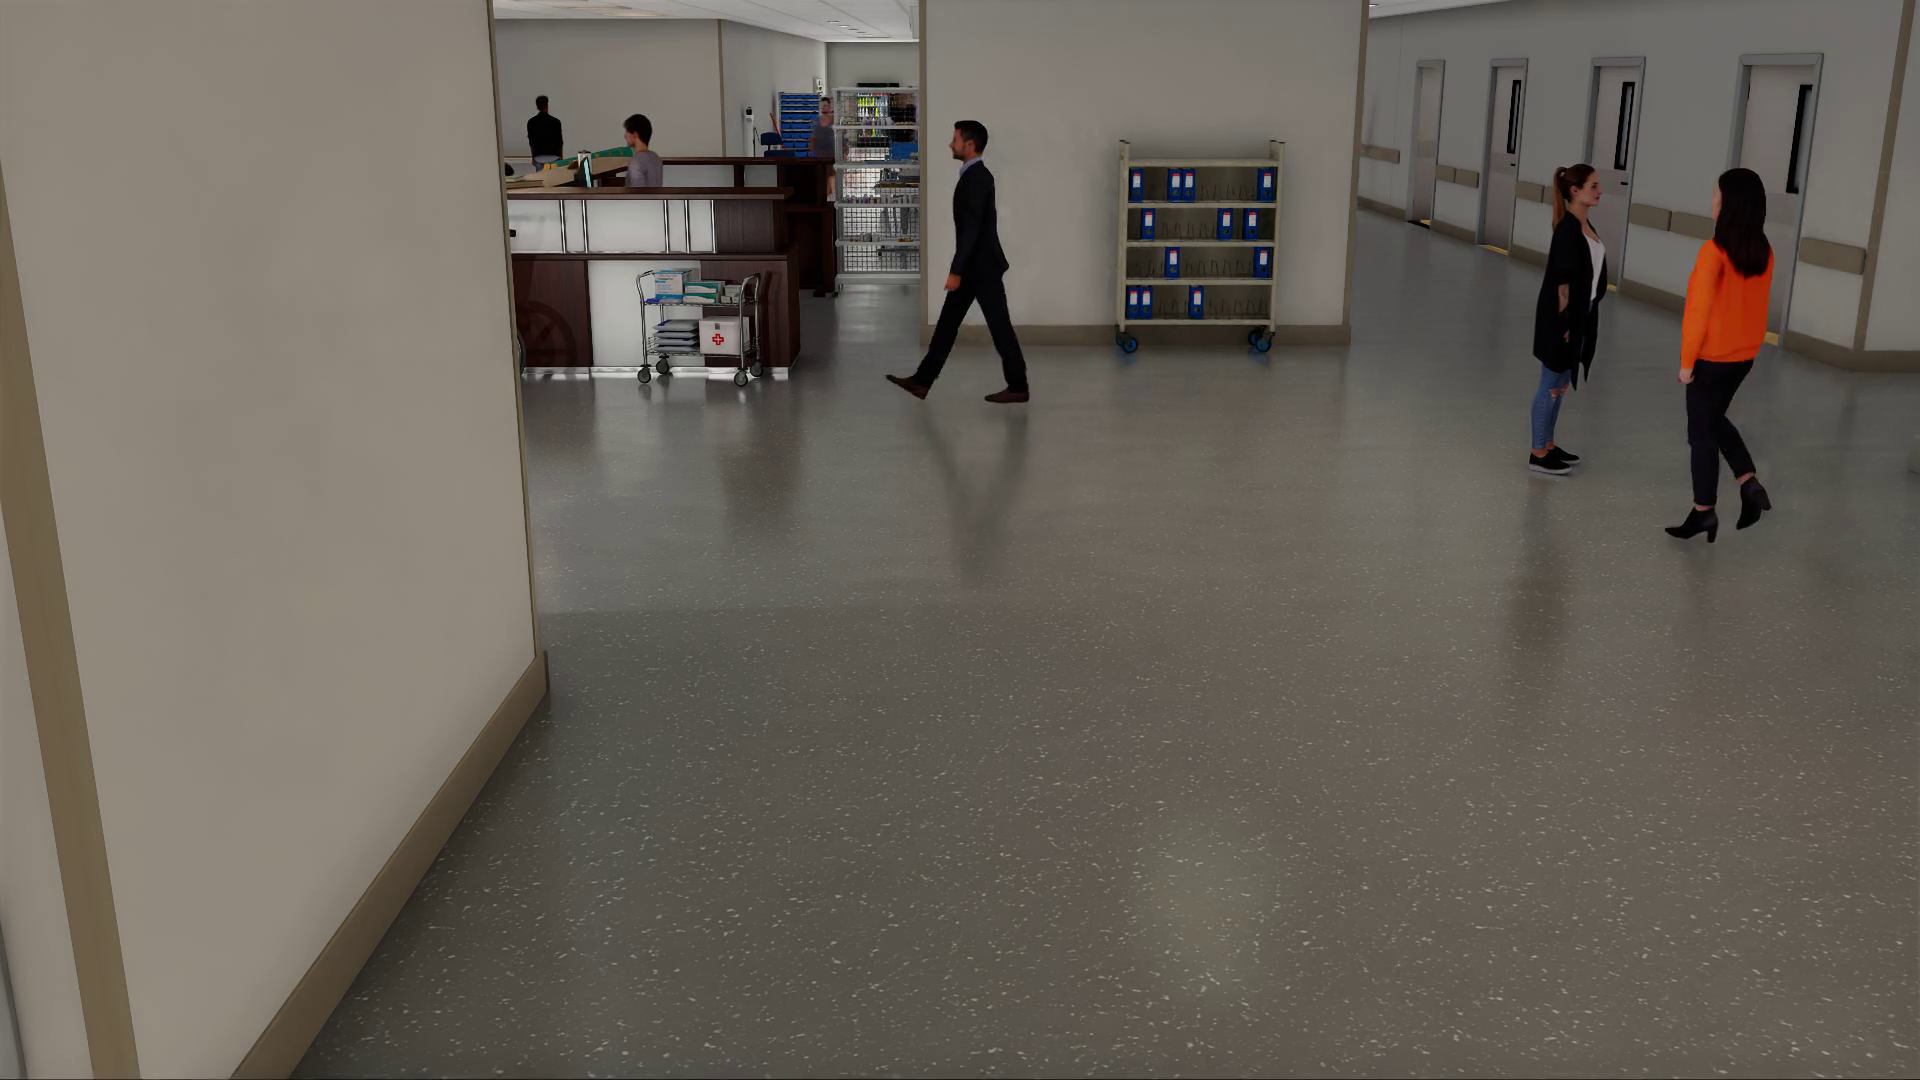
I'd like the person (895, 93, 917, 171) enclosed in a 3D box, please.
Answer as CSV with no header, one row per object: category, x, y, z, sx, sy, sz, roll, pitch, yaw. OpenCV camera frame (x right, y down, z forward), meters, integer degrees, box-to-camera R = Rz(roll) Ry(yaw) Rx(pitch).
person,-1.181,-8.549,35.044,1.129,1.760,0.761,2,16,7

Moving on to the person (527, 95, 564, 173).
person,-6.428,-5.988,25.862,0.513,1.815,0.737,0,16,-1

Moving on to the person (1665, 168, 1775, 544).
person,3.587,-0.815,7.660,0.807,1.735,0.862,-10,19,-32

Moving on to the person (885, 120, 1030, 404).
person,0.200,-1.744,10.810,1.182,1.814,0.699,-1,16,-3

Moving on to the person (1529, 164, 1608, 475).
person,3.345,-1.227,9.217,0.749,1.683,0.722,11,19,33

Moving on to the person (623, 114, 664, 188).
person,-2.517,-2.463,13.304,0.582,1.844,0.687,2,16,8

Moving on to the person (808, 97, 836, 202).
person,-2.148,-6.226,27.024,1.196,1.785,0.949,5,16,17

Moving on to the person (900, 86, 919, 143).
person,-1.156,-9.743,39.159,0.824,1.827,0.815,2,16,8
